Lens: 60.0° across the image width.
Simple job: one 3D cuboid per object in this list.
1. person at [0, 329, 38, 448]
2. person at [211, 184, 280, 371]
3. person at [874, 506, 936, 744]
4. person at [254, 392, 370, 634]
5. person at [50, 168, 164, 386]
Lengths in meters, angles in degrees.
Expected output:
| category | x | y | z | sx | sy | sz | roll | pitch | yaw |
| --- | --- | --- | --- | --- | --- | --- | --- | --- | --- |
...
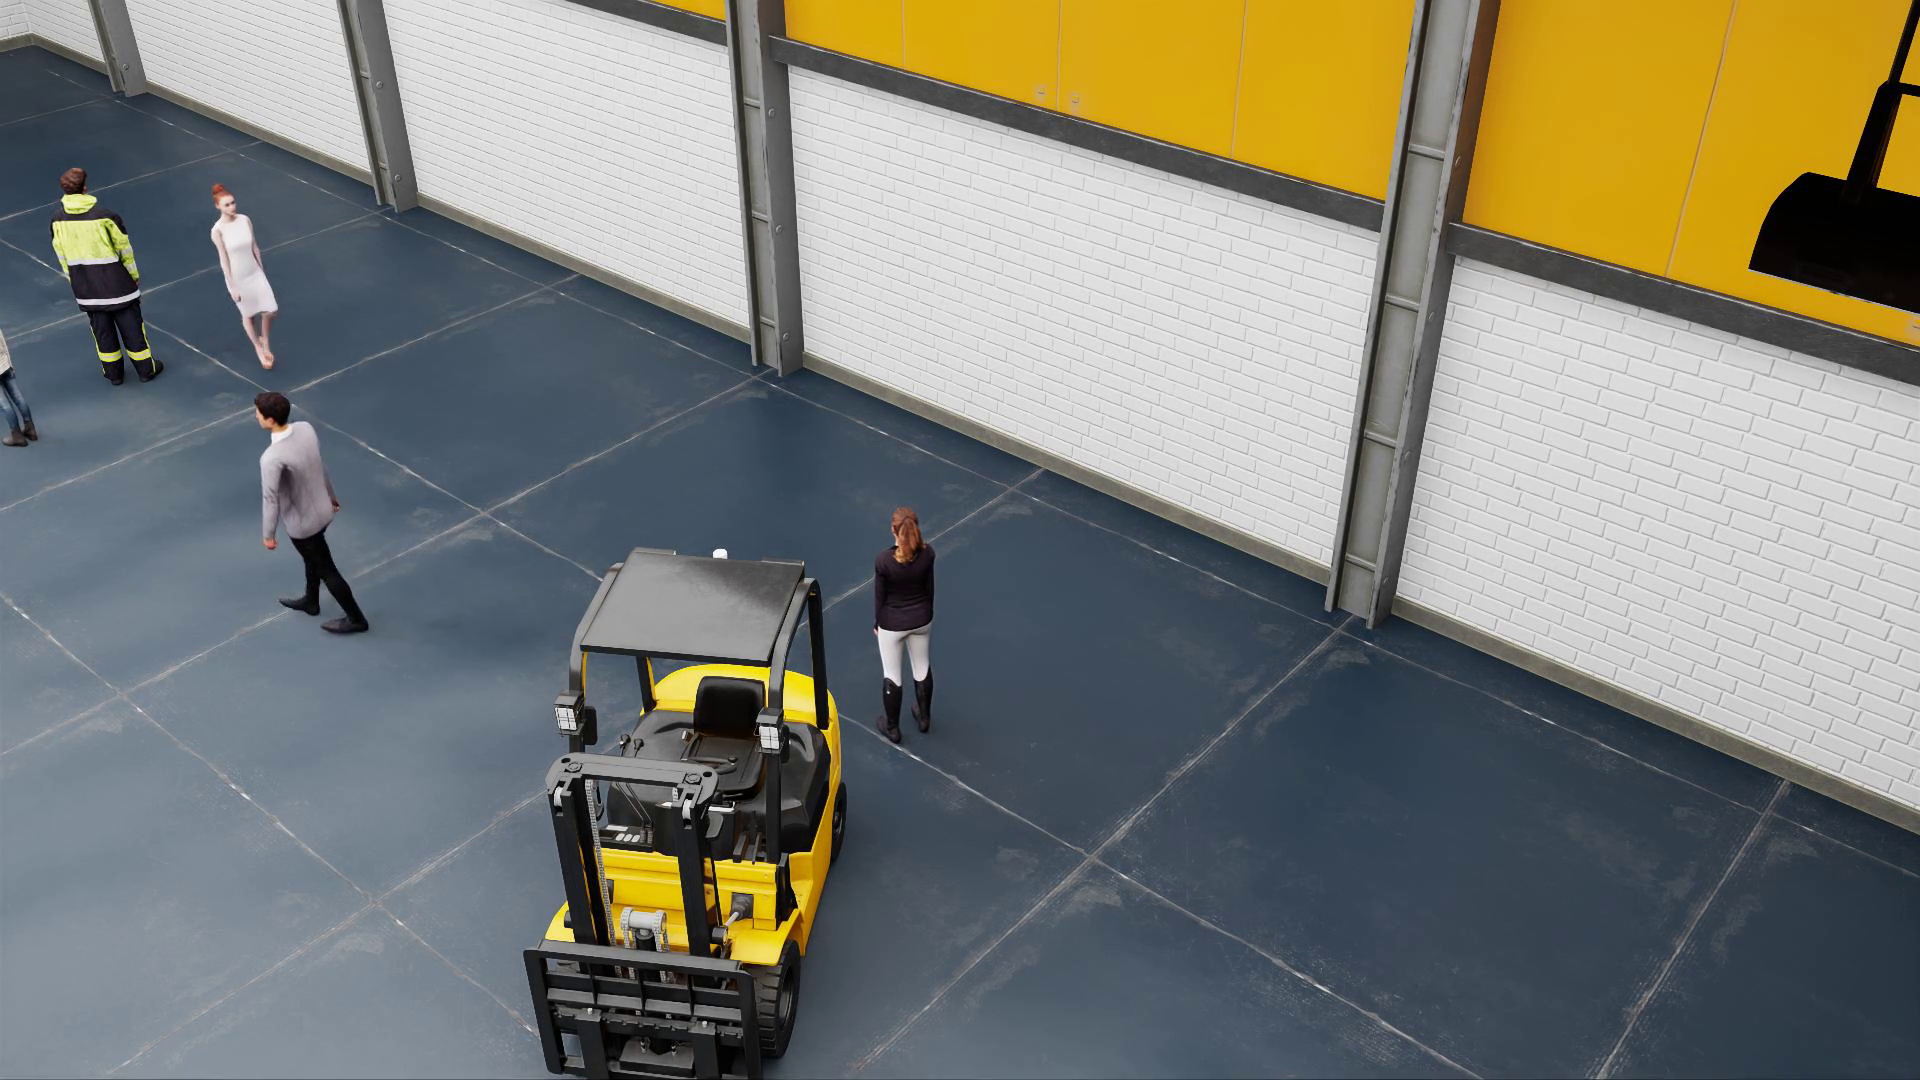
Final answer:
| category | x | y | z | sx | sy | sz | roll | pitch | yaw |
| --- | --- | --- | --- | --- | --- | --- | --- | --- | --- |
| person | -8.007 | -1.389 | 13.848 | 0.551 | 1.316 | 0.522 | 15 | 37 | 22 |
| person | -6.438 | -2.333 | 14.846 | 0.598 | 1.783 | 0.583 | 22 | 39 | 29 |
| person | -0.349 | 0.539 | 10.573 | 0.635 | 1.730 | 0.665 | -14 | 36 | -20 |
| person | -4.412 | -0.156 | 11.471 | 1.156 | 1.894 | 1.053 | 4 | 34 | 6 |
| person | -7.551 | -2.314 | 14.638 | 0.867 | 1.983 | 0.899 | -6 | 34 | -9 |
